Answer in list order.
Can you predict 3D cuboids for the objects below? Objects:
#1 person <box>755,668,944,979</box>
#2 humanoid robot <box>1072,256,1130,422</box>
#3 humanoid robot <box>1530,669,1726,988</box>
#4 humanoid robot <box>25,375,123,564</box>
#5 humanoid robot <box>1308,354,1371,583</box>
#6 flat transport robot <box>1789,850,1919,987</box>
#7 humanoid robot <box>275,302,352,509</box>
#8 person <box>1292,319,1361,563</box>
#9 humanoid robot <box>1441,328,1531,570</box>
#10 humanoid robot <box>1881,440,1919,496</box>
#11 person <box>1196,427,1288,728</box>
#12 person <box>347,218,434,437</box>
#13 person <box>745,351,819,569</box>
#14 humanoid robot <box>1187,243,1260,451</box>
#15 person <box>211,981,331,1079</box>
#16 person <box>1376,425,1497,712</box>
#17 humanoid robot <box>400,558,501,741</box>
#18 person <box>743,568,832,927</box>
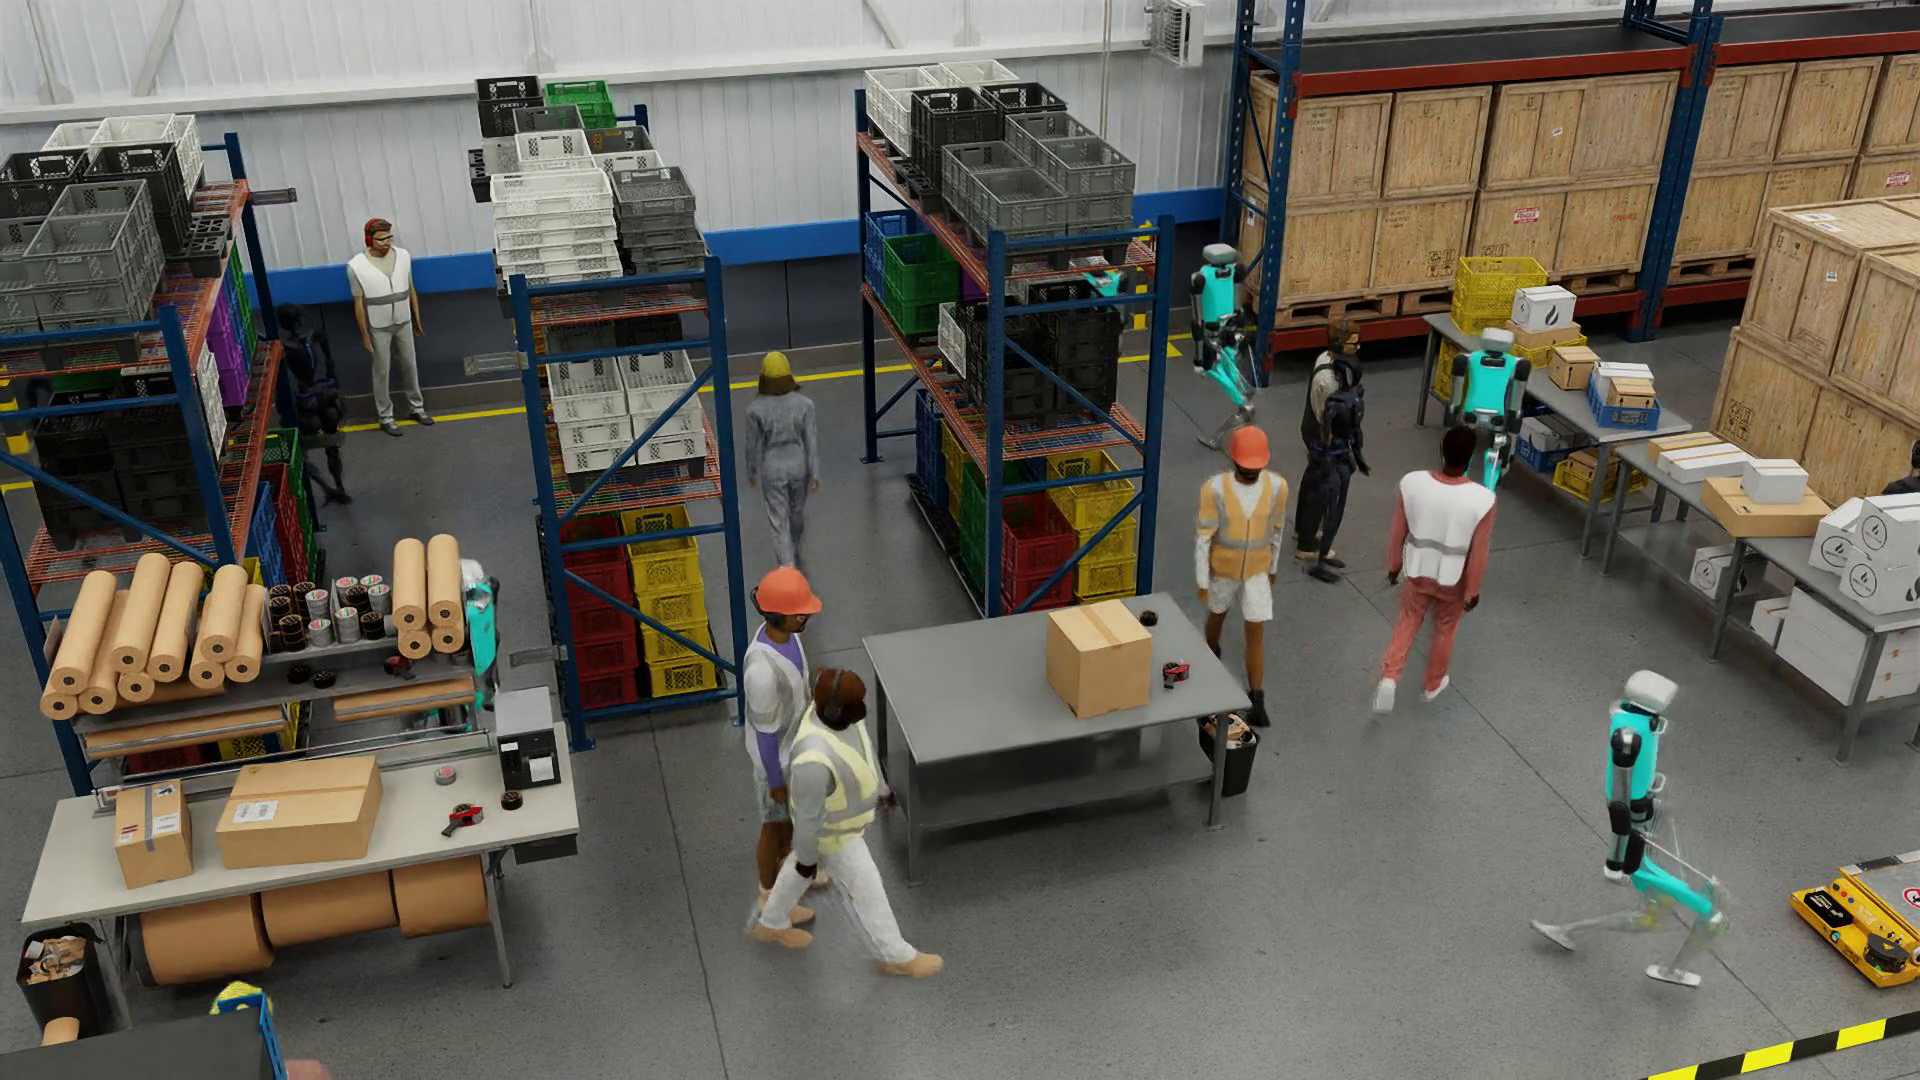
[{"bbox_3d":[-0.615,1.361,8.117,0.994,1.785,0.613,2,29,4],"label":"person"},{"bbox_3d":[0.943,-1.582,13.556,0.543,1.794,0.929,-13,31,-22],"label":"humanoid robot"},{"bbox_3d":[3.390,1.471,8.001,1.039,1.754,0.540,16,32,26],"label":"humanoid robot"},{"bbox_3d":[-6.329,-0.658,11.952,0.610,1.646,0.742,-8,30,-15],"label":"humanoid robot"},{"bbox_3d":[2.668,-0.524,11.647,0.359,1.657,0.597,20,35,32],"label":"humanoid robot"},{"bbox_3d":[5.163,1.916,8.676,1.431,0.231,0.659,-8,30,-14],"label":"flat transport robot"},{"bbox_3d":[-4.872,-1.014,12.530,0.356,1.648,0.584,16,32,26],"label":"humanoid robot"},{"bbox_3d":[2.594,-0.709,11.826,0.336,1.838,0.508,2,29,4],"label":"person"},{"bbox_3d":[3.628,-0.512,11.598,0.530,1.795,0.800,5,29,9],"label":"humanoid robot"},{"bbox_3d":[5.944,0.140,10.510,0.609,1.650,0.764,-8,30,-14],"label":"humanoid robot"},{"bbox_3d":[1.701,0.214,10.086,0.552,1.893,0.932,0,29,0],"label":"person"},{"bbox_3d":[-4.730,-1.780,13.776,0.384,1.836,0.566,24,37,37],"label":"person"},{"bbox_3d":[-1.240,-0.503,11.598,0.492,1.680,0.940,-8,30,-14],"label":"person"},{"bbox_3d":[2.240,-1.391,13.188,0.531,1.756,1.016,-18,34,-30],"label":"humanoid robot"},{"bbox_3d":[-2.568,2.385,6.318,0.523,1.717,0.922,1,29,1],"label":"person"},{"bbox_3d":[2.872,0.208,10.103,0.592,1.896,0.700,18,33,29],"label":"person"},{"bbox_3d":[-2.857,0.875,9.105,1.052,1.766,0.541,6,29,11],"label":"humanoid robot"},{"bbox_3d":[-0.872,1.042,8.437,0.406,2.037,0.607,4,29,8],"label":"person"}]
